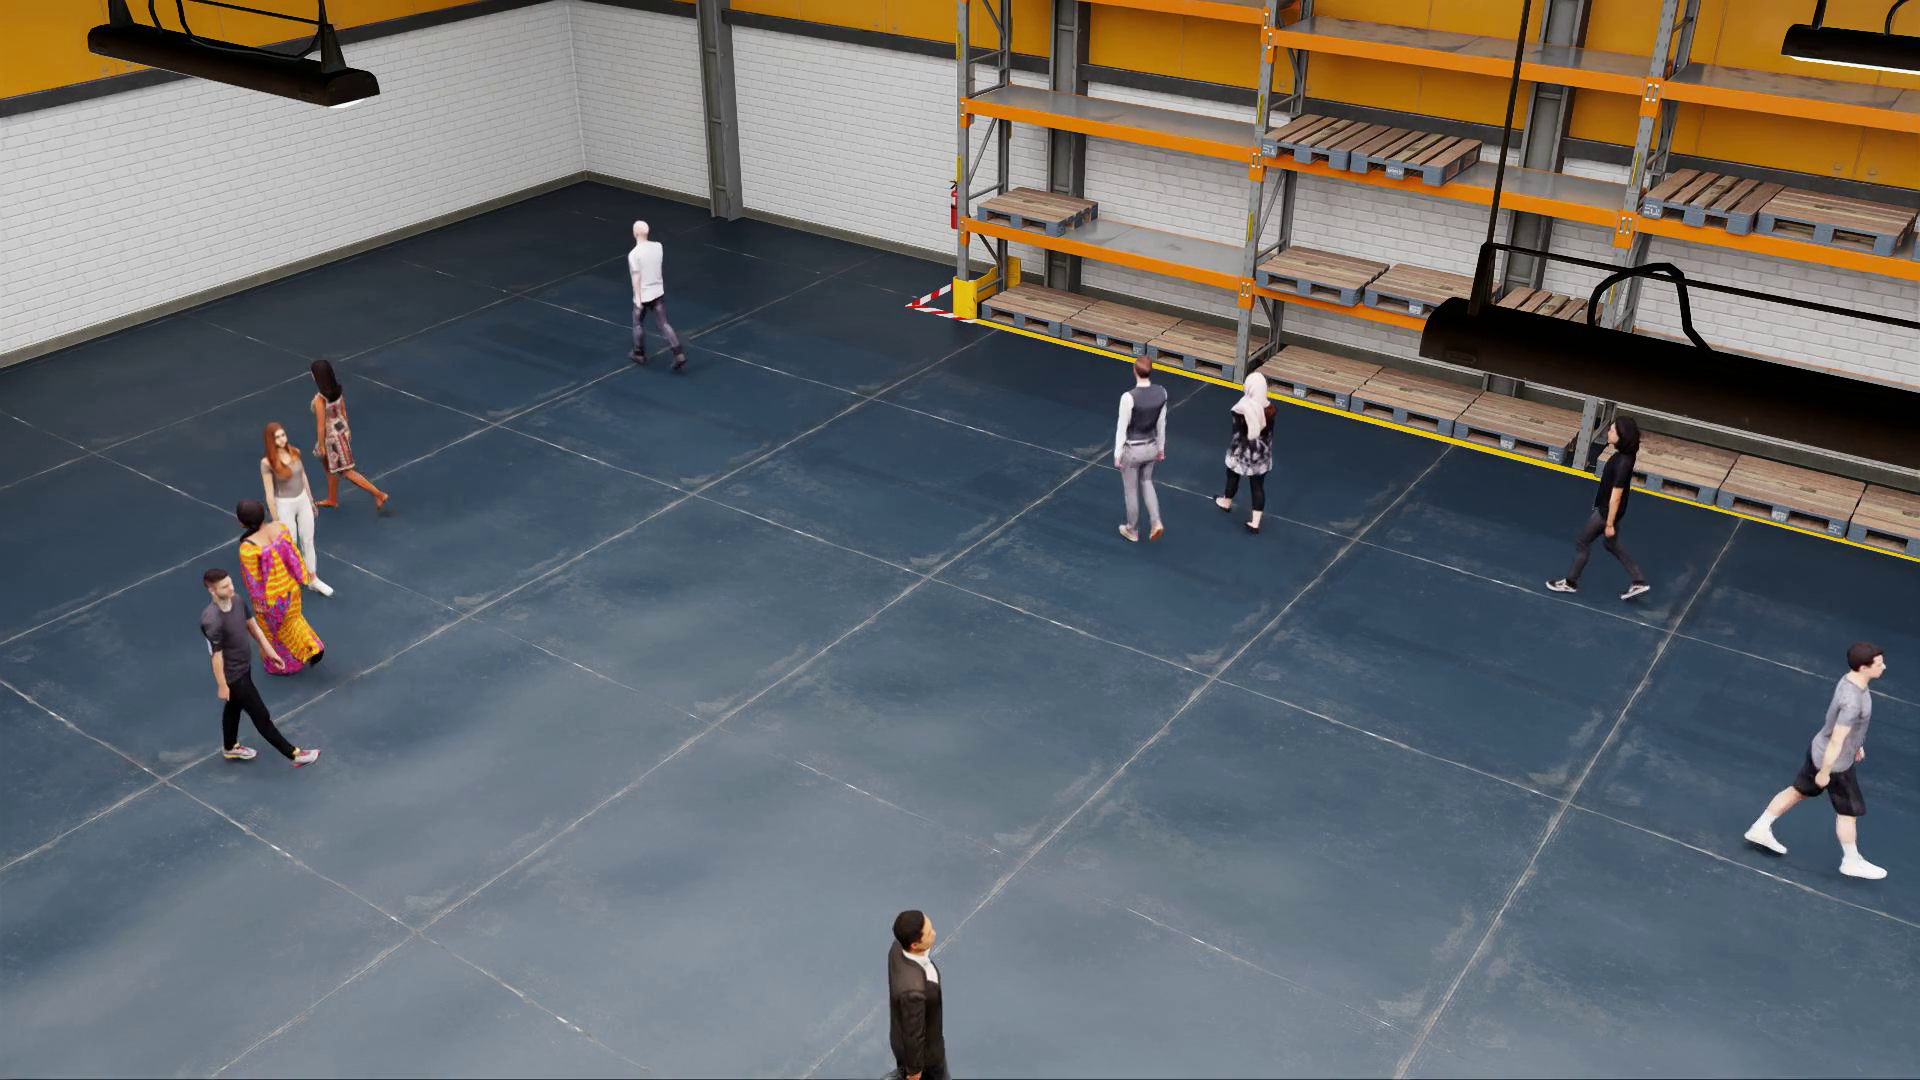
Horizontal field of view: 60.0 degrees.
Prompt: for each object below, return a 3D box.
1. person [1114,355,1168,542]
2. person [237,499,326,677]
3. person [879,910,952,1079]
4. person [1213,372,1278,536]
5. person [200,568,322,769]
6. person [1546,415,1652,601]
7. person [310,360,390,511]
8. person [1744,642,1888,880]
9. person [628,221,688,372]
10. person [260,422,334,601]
[{"bbox_3d":[1.755,-0.822,15.788,0.883,1.926,0.983,-13,31,-23],"label":"person"},{"bbox_3d":[-5.656,0.407,13.820,0.914,1.655,0.719,13,31,22],"label":"person"},{"bbox_3d":[-0.330,2.786,9.323,1.152,1.783,1.107,-6,29,-10],"label":"person"},{"bbox_3d":[2.854,-0.804,16.088,0.960,1.608,1.072,-10,30,-17],"label":"person"},{"bbox_3d":[-5.585,0.994,12.671,1.189,1.723,1.014,1,29,2],"label":"person"},{"bbox_3d":[5.911,-0.266,14.898,1.132,1.802,0.739,15,32,25],"label":"person"},{"bbox_3d":[-6.102,-0.995,16.426,1.152,1.619,0.945,3,29,6],"label":"person"},{"bbox_3d":[6.007,1.498,11.638,1.192,1.829,0.774,14,32,24],"label":"person"},{"bbox_3d":[-3.609,-2.862,19.651,1.226,1.809,0.766,24,36,36],"label":"person"},{"bbox_3d":[-6.045,-0.285,15.003,0.653,1.735,0.616,16,33,27],"label":"person"}]
